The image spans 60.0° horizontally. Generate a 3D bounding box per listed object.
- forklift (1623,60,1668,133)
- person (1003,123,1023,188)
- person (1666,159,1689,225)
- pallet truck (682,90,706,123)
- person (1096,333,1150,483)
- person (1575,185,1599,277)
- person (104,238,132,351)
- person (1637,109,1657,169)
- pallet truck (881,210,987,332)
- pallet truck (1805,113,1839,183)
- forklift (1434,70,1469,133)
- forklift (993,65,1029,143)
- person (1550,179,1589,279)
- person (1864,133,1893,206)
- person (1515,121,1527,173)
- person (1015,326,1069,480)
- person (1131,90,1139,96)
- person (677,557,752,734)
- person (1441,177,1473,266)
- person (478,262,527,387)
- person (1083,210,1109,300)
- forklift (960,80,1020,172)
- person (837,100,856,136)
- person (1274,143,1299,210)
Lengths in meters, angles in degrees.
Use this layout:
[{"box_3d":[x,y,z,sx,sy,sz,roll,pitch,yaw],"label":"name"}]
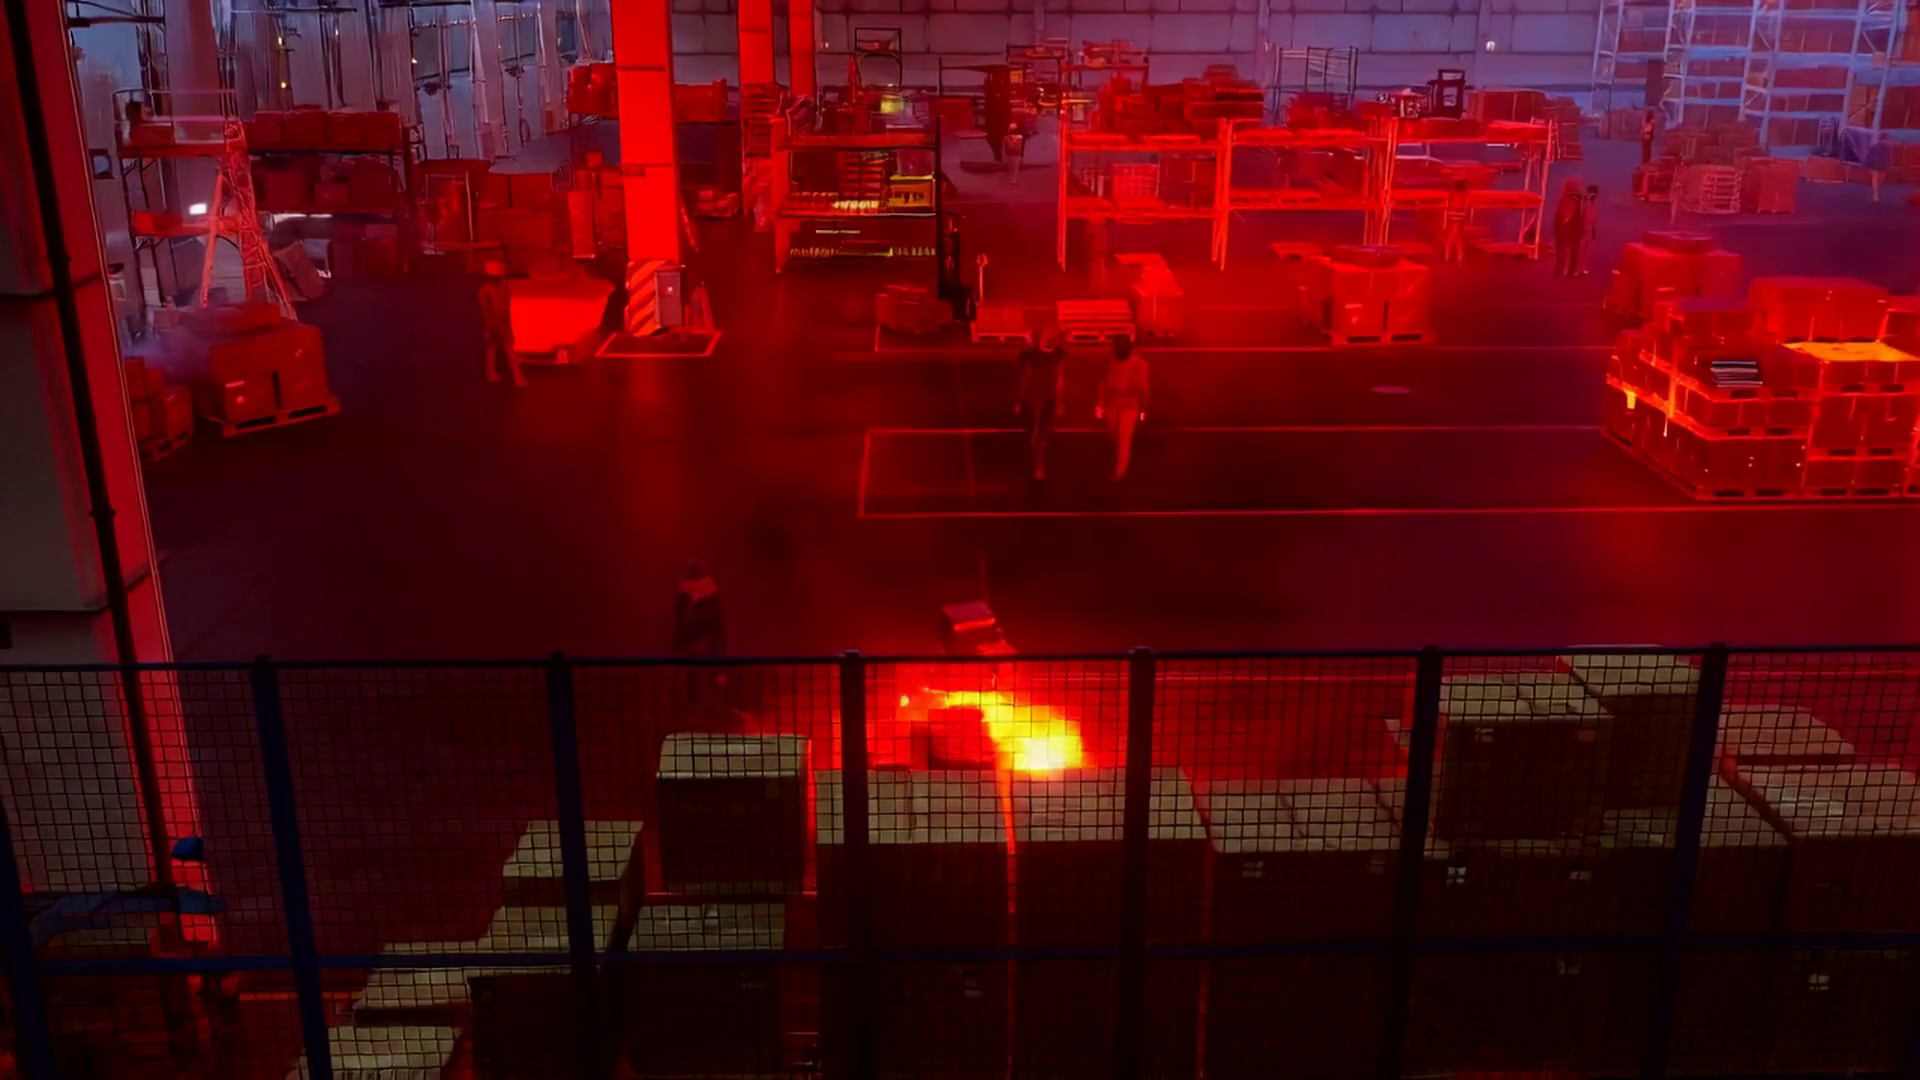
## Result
[{"box_3d":[27.581,-17.673,66.299,1.873,2.768,1.129,0,19,-1],"label":"forklift"},{"box_3d":[1.587,-11.448,49.413,0.607,1.874,0.837,5,19,14],"label":"person"},{"box_3d":[18.080,-8.744,41.746,0.648,1.617,0.521,-5,19,-15],"label":"person"},{"box_3d":[-9.671,-15.907,62.421,0.823,1.965,1.885,5,19,15],"label":"pallet truck"},{"box_3d":[2.026,-1.676,20.505,0.621,1.818,0.871,11,22,30],"label":"person"},{"box_3d":[12.979,-6.389,34.393,0.519,1.865,0.335,-10,21,-28],"label":"person"},{"box_3d":[-14.003,-4.031,27.312,0.589,1.918,0.392,-13,22,-33],"label":"person"},{"box_3d":[22.340,-13.007,53.956,0.396,1.911,0.588,-4,19,-11],"label":"person"},{"box_3d":[-0.493,-4.759,29.349,1.885,1.965,0.823,-13,23,-34],"label":"pallet truck"},{"box_3d":[26.403,-11.957,50.702,0.823,1.965,1.885,6,19,16],"label":"pallet truck"},{"box_3d":[17.417,-15.323,59.328,1.129,2.768,1.873,-1,19,-1],"label":"forklift"},{"box_3d":[1.583,-16.372,62.441,1.873,2.768,1.129,-10,21,-26],"label":"forklift"},{"box_3d":[12.464,-6.393,34.130,0.673,2.000,0.536,-5,19,-16],"label":"person"},{"box_3d":[25.007,-10.080,45.222,0.634,1.941,1.057,-1,19,-2],"label":"person"},{"box_3d":[17.770,-12.454,52.729,0.522,1.638,0.309,-17,25,-41],"label":"person"},{"box_3d":[1.015,-1.761,20.645,0.660,1.882,0.954,0,19,0],"label":"person"},{"box_3d":[6.554,-16.120,63.236,0.991,1.888,0.574,-6,20,-18],"label":"person"},{"box_3d":[-1.957,0.927,12.904,0.490,1.727,0.594,15,24,37],"label":"person"},{"box_3d":[10.633,-6.815,35.624,0.584,1.882,0.346,9,21,26],"label":"person"},{"box_3d":[-6.957,-3.258,25.081,0.561,1.879,1.017,-17,25,-41],"label":"person"},{"box_3d":[2.571,-5.282,31.184,0.463,1.821,0.651,8,20,23],"label":"person"},{"box_3d":[0.960,-13.258,53.202,1.873,2.768,1.129,0,19,-1],"label":"forklift"},{"box_3d":[-3.974,-14.426,58.151,0.646,1.915,0.593,1,19,3],"label":"person"},{"box_3d":[8.741,-9.856,44.631,0.632,1.903,0.970,2,19,6],"label":"person"}]
